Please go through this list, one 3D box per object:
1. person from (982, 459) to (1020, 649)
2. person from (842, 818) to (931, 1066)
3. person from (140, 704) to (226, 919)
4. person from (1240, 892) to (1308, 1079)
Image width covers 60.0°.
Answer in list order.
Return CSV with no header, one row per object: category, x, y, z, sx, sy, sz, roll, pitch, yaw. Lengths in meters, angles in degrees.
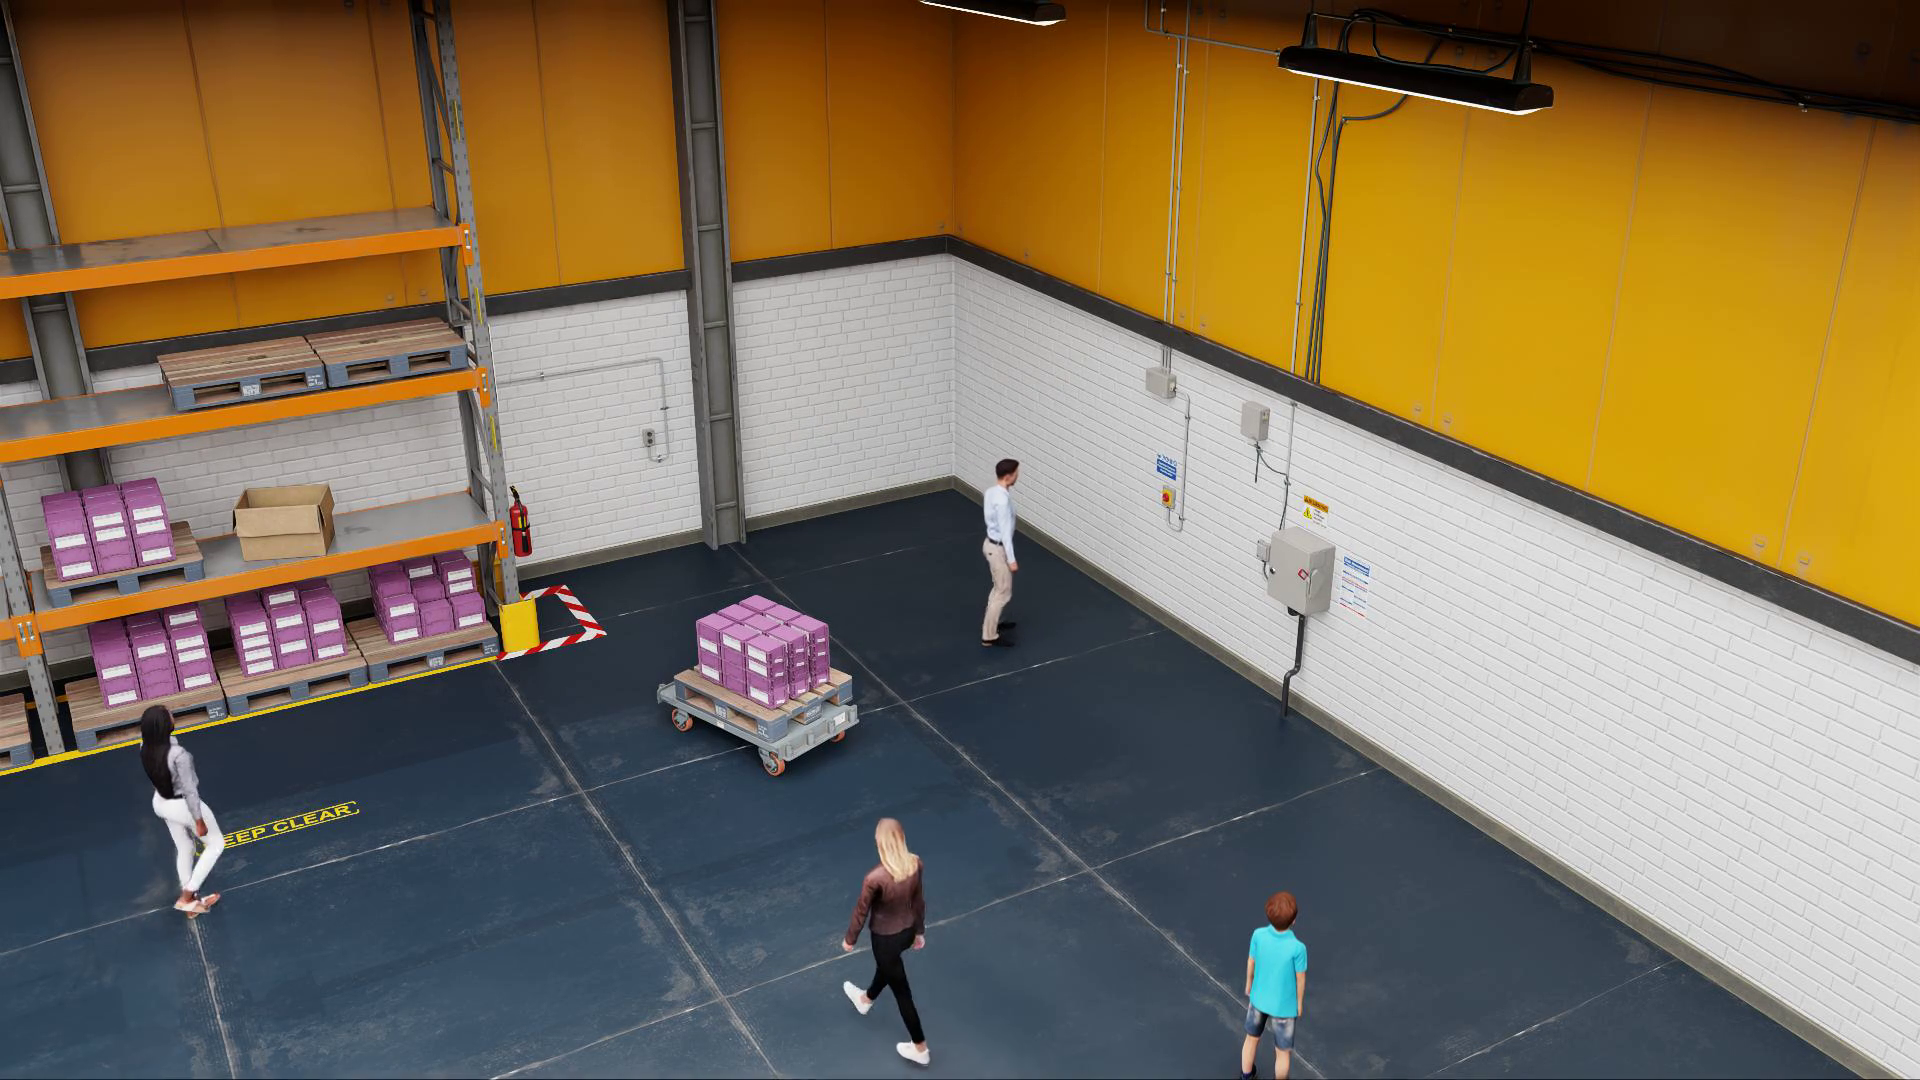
person,0.375,0.117,15.846,0.782,1.824,0.815,-6,24,-14
person,-0.362,2.568,10.452,0.917,1.654,1.091,19,30,36
person,-5.567,1.969,11.751,0.760,1.711,0.812,13,27,27
person,1.918,2.799,10.182,0.598,1.445,0.607,16,28,33
